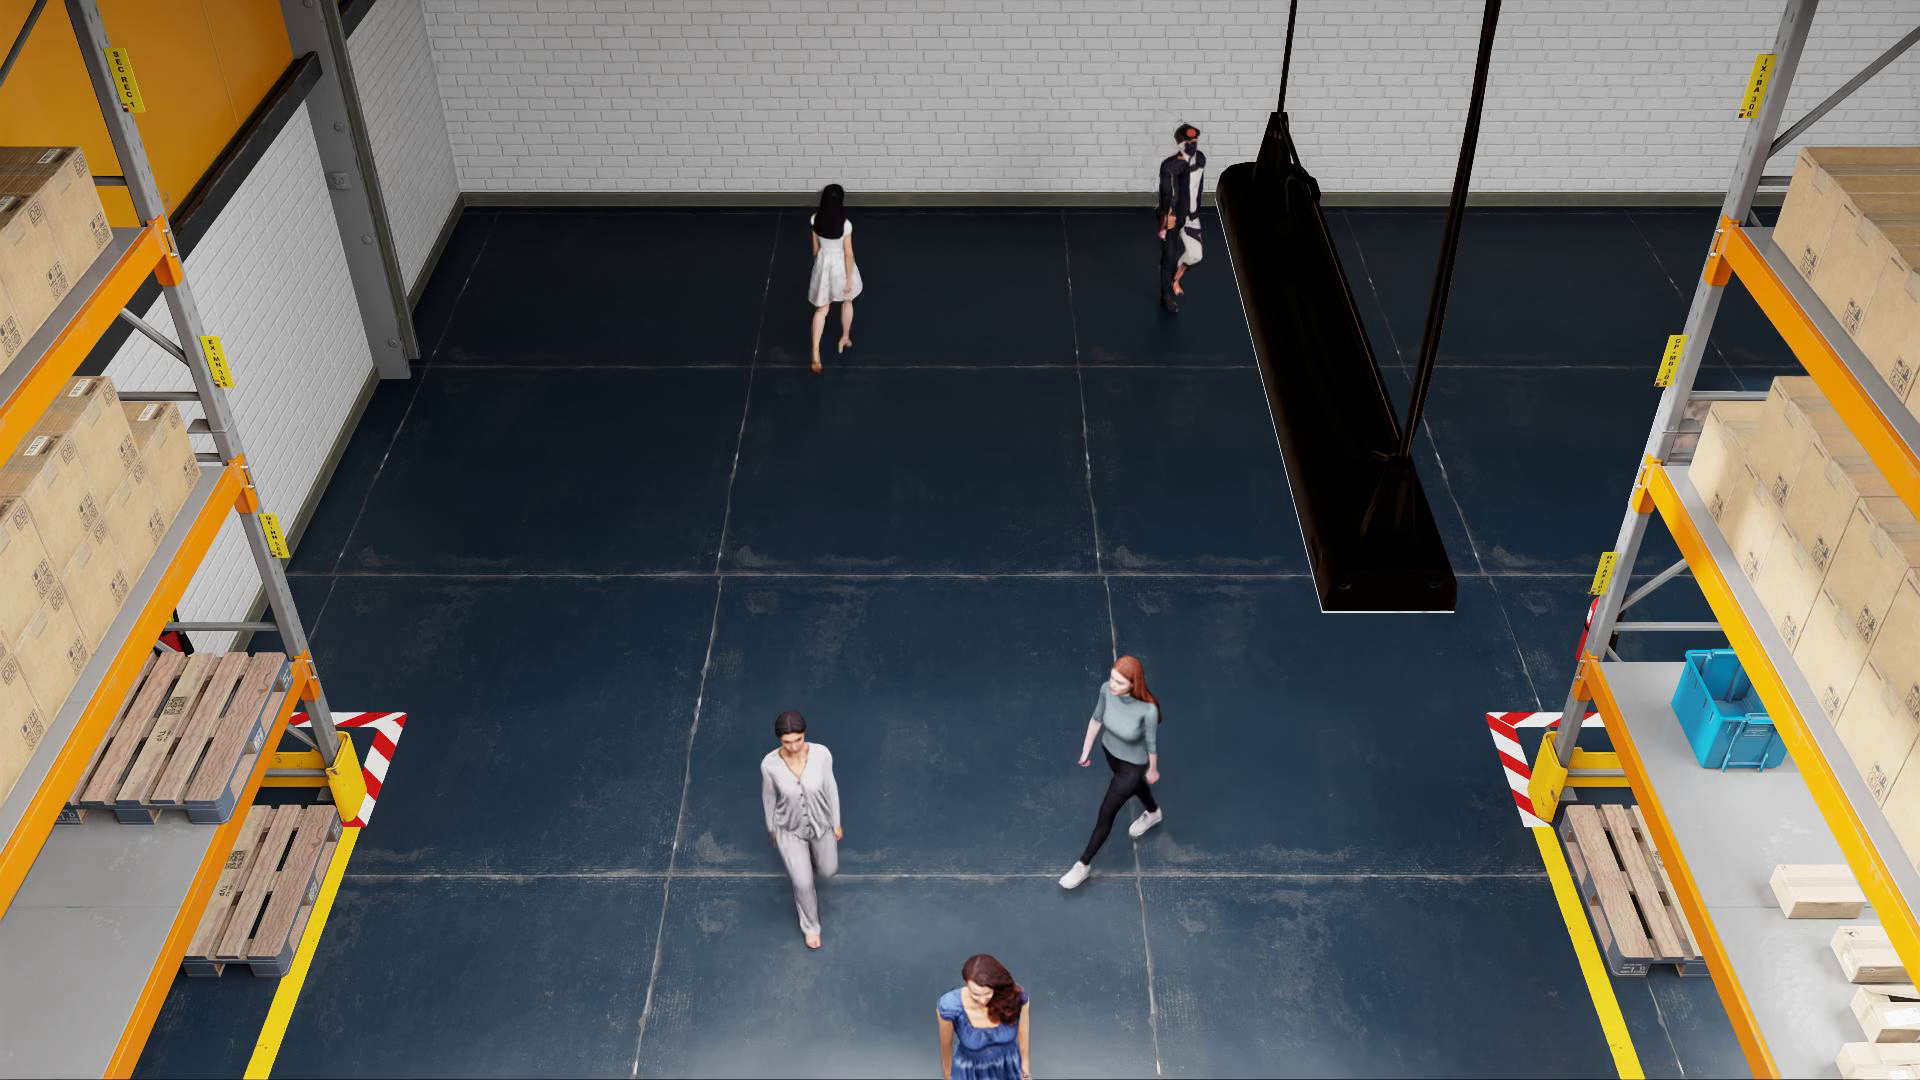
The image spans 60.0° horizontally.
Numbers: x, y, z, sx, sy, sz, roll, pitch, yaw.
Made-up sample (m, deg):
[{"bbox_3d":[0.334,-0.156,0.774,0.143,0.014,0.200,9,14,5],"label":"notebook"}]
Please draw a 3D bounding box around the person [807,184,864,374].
[{"bbox_3d":[-1.162,-2.288,14.791,0.788,1.745,1.154,9,39,11],"label":"person"}]

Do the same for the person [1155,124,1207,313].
[{"bbox_3d":[2.002,-3.061,15.650,0.831,1.881,0.859,-19,43,-23],"label":"person"}]

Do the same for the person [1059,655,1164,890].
[{"bbox_3d":[1.073,1.338,10.297,1.149,1.688,1.135,-28,47,-31],"label":"person"}]

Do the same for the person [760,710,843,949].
[{"bbox_3d":[-0.934,1.626,9.881,0.738,1.757,0.959,-9,39,-11],"label":"person"}]

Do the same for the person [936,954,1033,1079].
[{"bbox_3d":[0.129,2.683,8.535,0.798,1.785,1.045,-8,39,-9],"label":"person"}]
